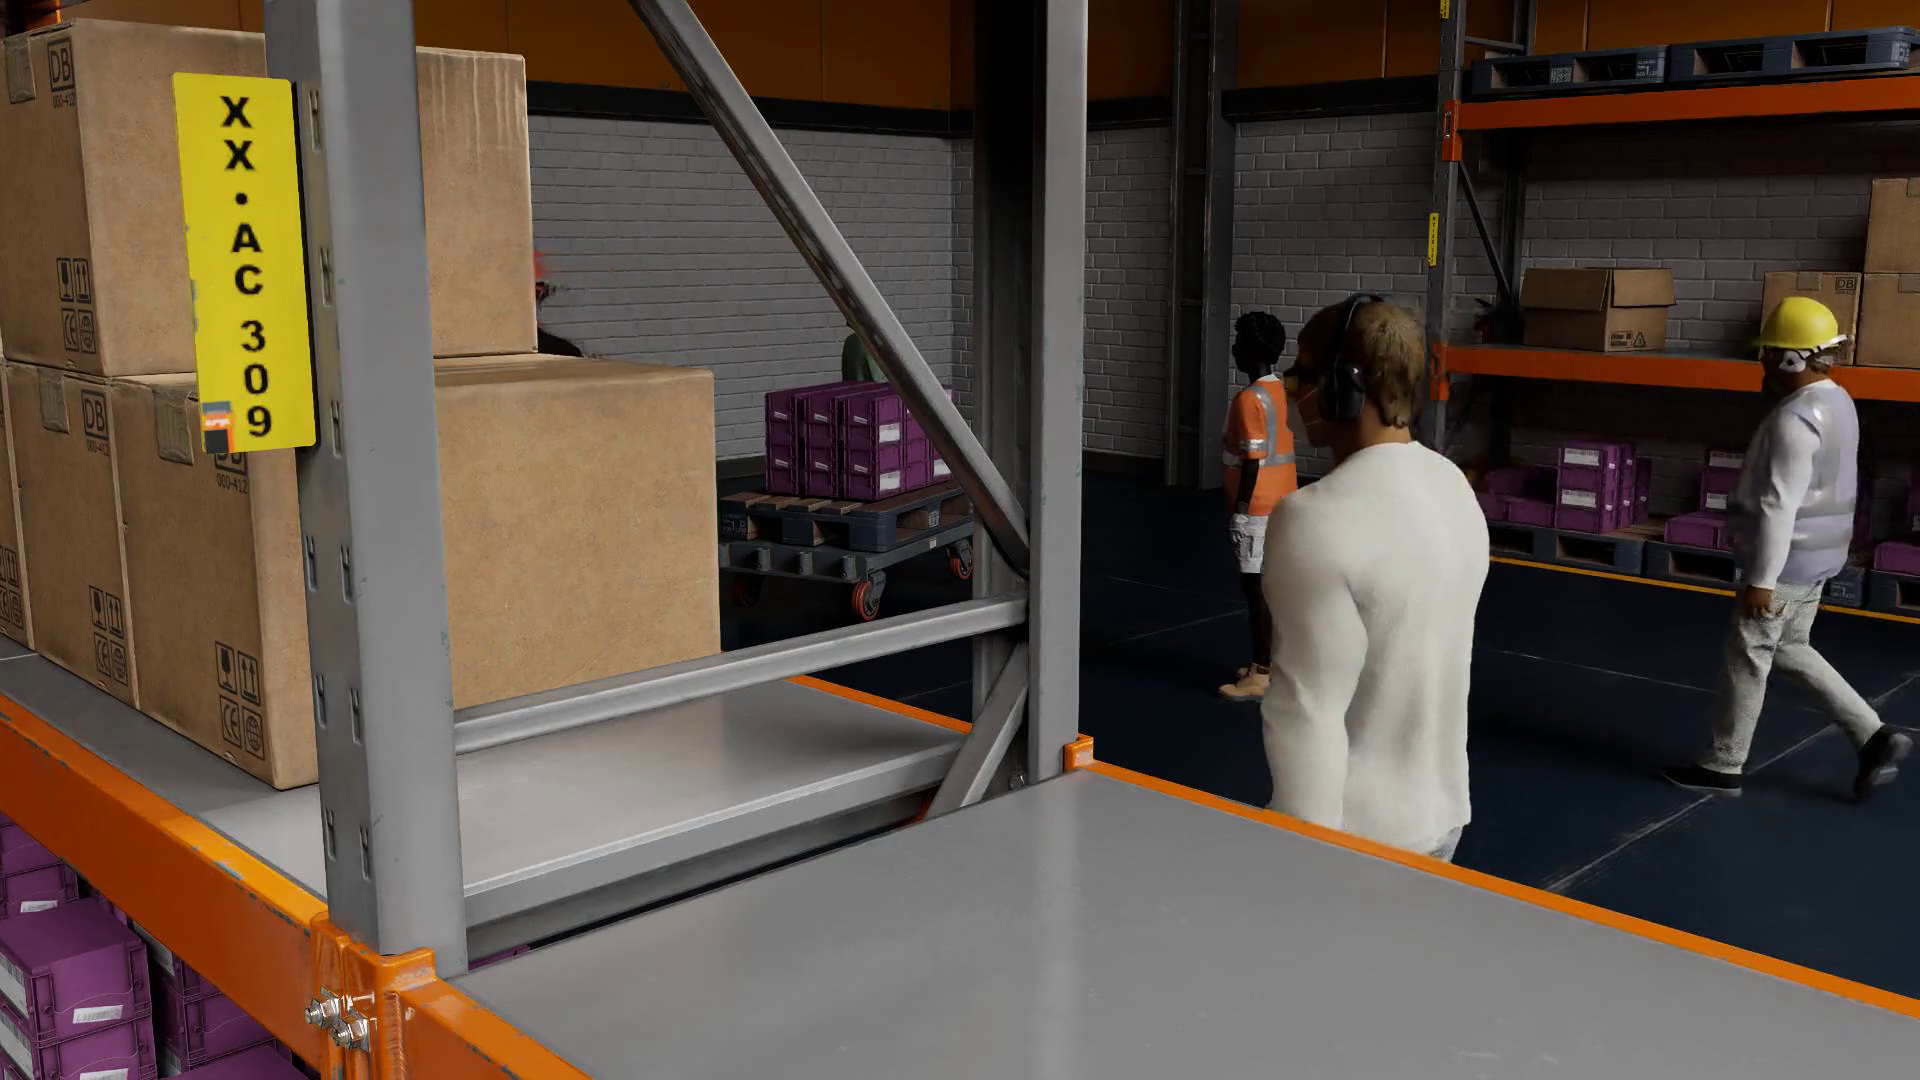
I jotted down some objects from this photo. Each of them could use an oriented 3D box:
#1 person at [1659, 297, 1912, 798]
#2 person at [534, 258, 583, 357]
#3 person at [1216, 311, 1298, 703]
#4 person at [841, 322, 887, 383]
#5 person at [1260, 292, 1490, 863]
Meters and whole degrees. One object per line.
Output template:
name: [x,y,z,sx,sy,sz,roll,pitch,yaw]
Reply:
person: [2.953,0.057,5.857,0.730,1.812,0.613,9,14,40]
person: [-1.710,-0.148,6.512,0.435,1.976,0.631,7,13,34]
person: [1.300,-0.141,7.250,0.320,1.695,0.537,6,12,28]
person: [-0.619,-0.826,11.148,0.275,1.636,0.507,-6,12,-30]
person: [0.656,0.511,3.083,0.656,1.918,0.661,10,14,43]
